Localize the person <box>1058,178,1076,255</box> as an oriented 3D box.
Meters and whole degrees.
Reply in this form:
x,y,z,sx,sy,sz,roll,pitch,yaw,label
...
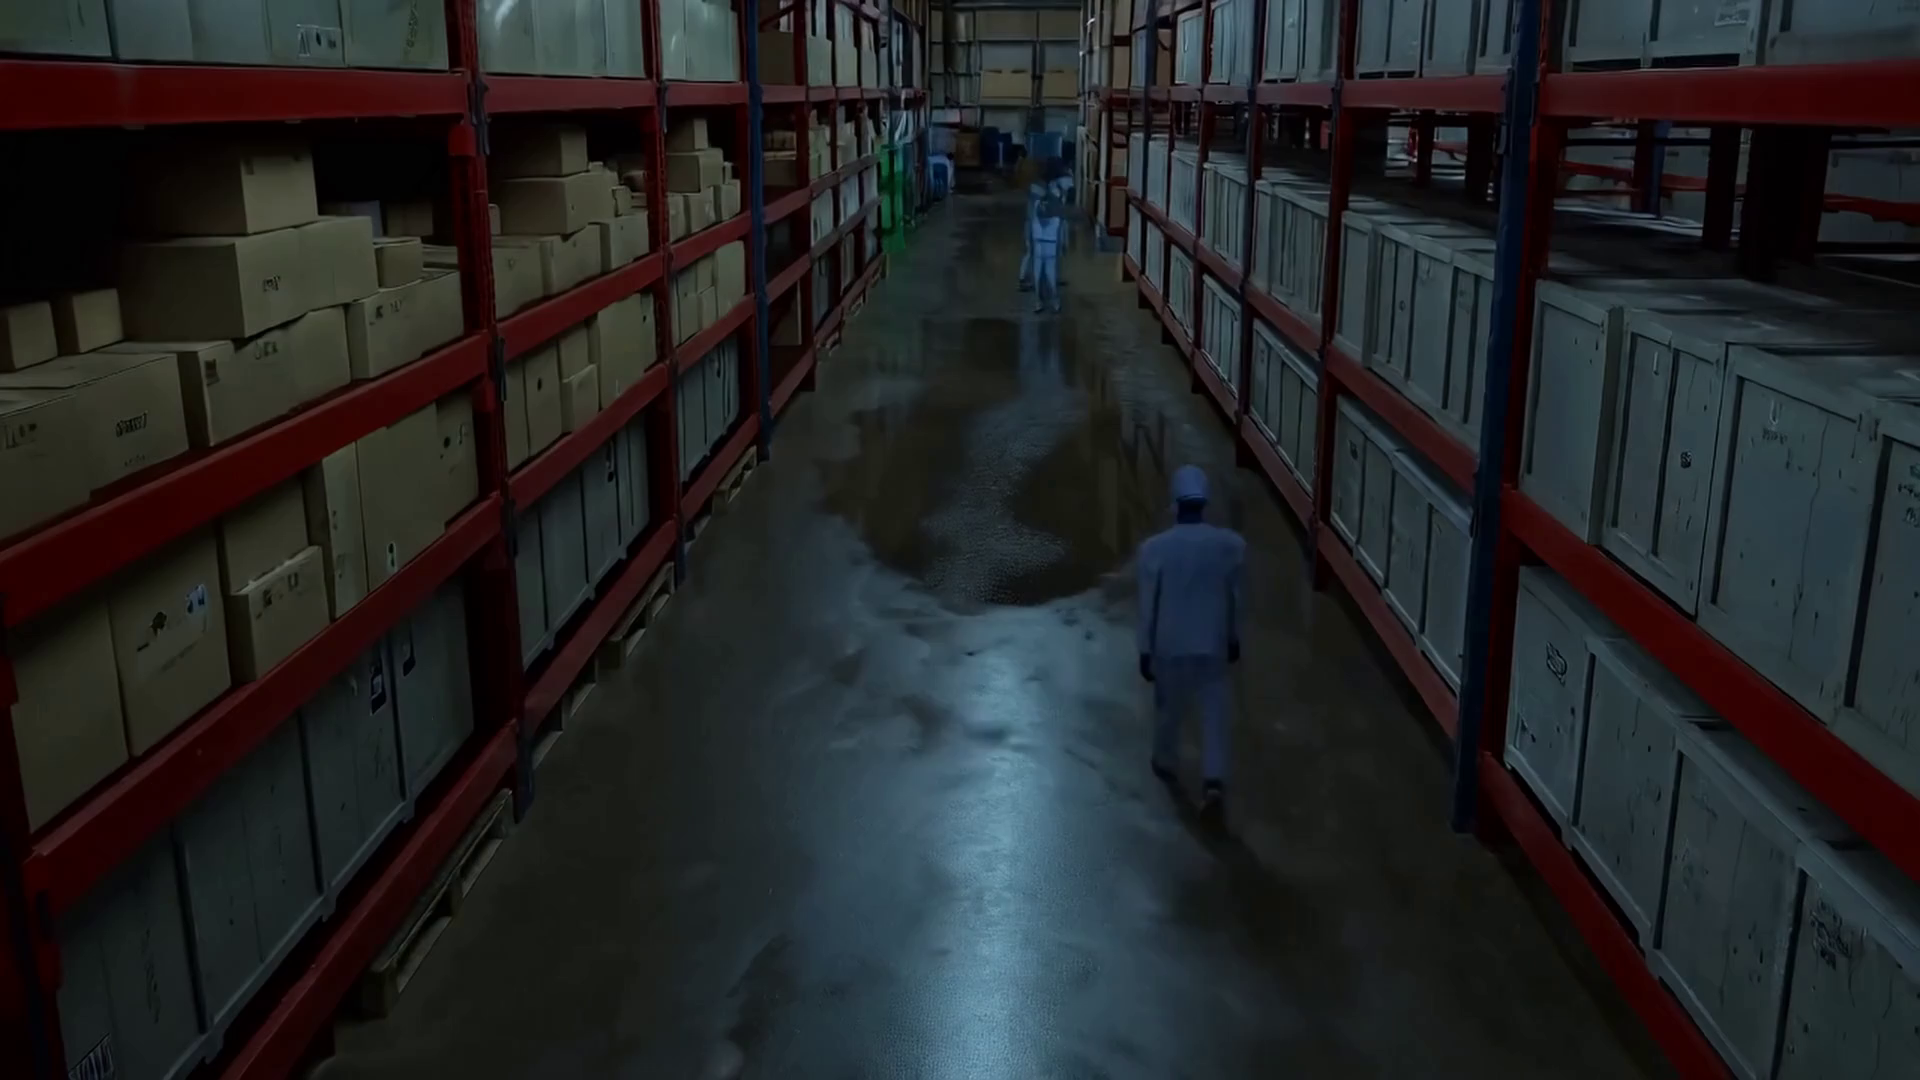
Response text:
x,y,z,sx,sy,sz,roll,pitch,yaw,label
2.293,-7.004,36.131,0.672,1.670,0.560,0,15,0,person

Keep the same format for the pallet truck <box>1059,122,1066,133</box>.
x,y,z,sx,sy,sz,roll,pitch,yaw,label
5.788,-21.111,88.014,1.885,1.965,0.823,5,16,18,pallet truck

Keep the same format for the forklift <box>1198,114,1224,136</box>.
x,y,z,sx,sy,sz,roll,pitch,yaw,label
8.044,-12.429,54.037,1.129,2.768,1.873,0,15,2,forklift

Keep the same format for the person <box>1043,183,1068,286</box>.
x,y,z,sx,sy,sz,roll,pitch,yaw,label
1.704,-5.659,30.757,0.771,1.872,0.669,11,19,36,person

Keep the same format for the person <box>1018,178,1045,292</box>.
x,y,z,sx,sy,sz,roll,pitch,yaw,label
1.275,-5.479,29.885,0.523,1.990,0.693,0,15,0,person

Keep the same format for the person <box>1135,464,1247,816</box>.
x,y,z,sx,sy,sz,roll,pitch,yaw,label
1.141,0.480,8.212,0.566,1.724,0.840,-1,15,-4,person

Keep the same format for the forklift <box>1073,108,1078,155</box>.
x,y,z,sx,sy,sz,roll,pitch,yaw,label
5.670,-18.430,76.362,1.129,2.768,1.873,-7,17,-24,forklift

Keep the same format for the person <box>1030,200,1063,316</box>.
x,y,z,sx,sy,sz,roll,pitch,yaw,label
1.402,-4.496,26.564,0.657,1.819,0.417,8,17,29,person
